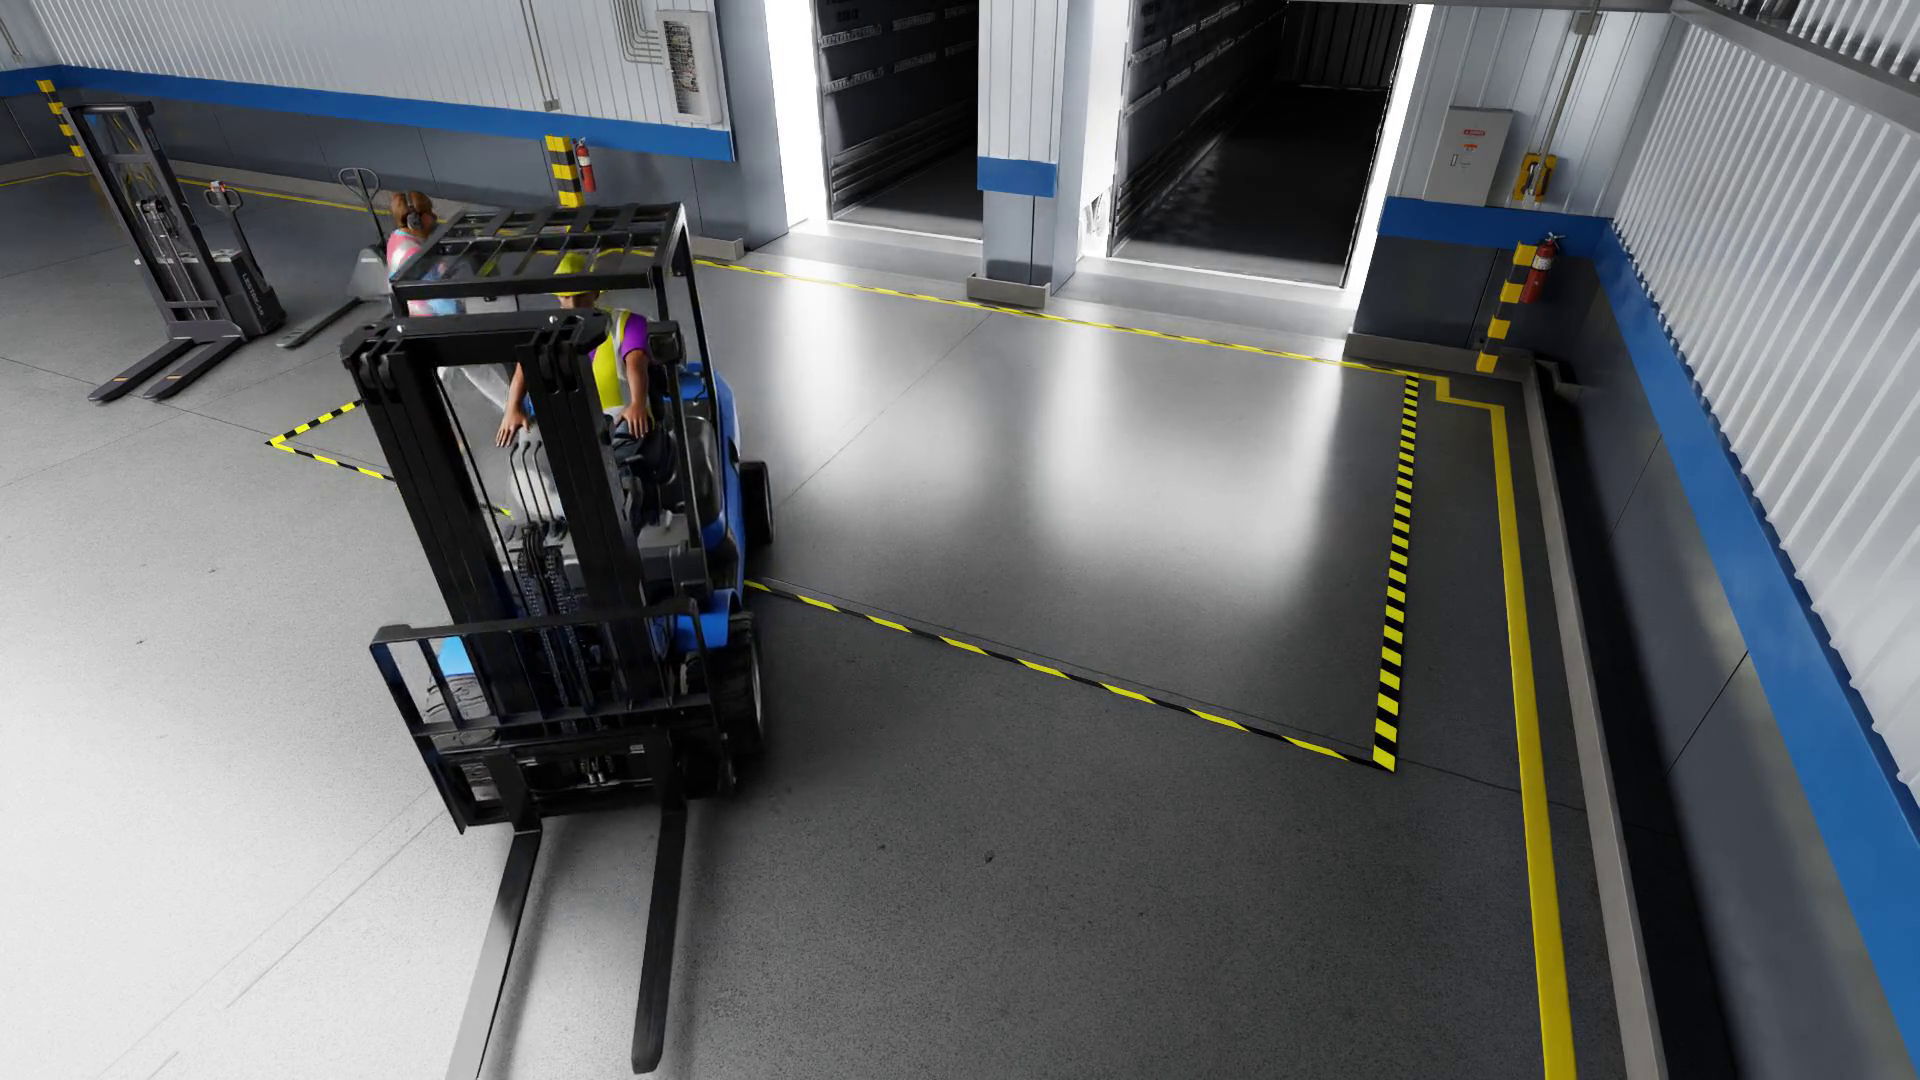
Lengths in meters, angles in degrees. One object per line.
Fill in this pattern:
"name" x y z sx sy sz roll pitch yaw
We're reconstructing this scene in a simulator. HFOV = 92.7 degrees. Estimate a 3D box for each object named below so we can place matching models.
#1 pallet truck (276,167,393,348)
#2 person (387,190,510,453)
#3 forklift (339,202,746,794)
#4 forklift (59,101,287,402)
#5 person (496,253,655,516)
"pallet truck" -5.732 -2.611 8.414 0.680 1.201 1.601 -1 35 -1
"person" -3.442 -1.459 6.276 0.916 1.799 0.640 -17 38 -22
"forklift" -1.703 -0.420 4.310 1.157 2.036 2.680 -5 35 -7
"forklift" -6.686 -2.387 7.434 0.823 1.965 1.885 -3 35 -5
"person" -1.700 -0.539 4.153 0.635 1.294 1.004 -5 35 -7
